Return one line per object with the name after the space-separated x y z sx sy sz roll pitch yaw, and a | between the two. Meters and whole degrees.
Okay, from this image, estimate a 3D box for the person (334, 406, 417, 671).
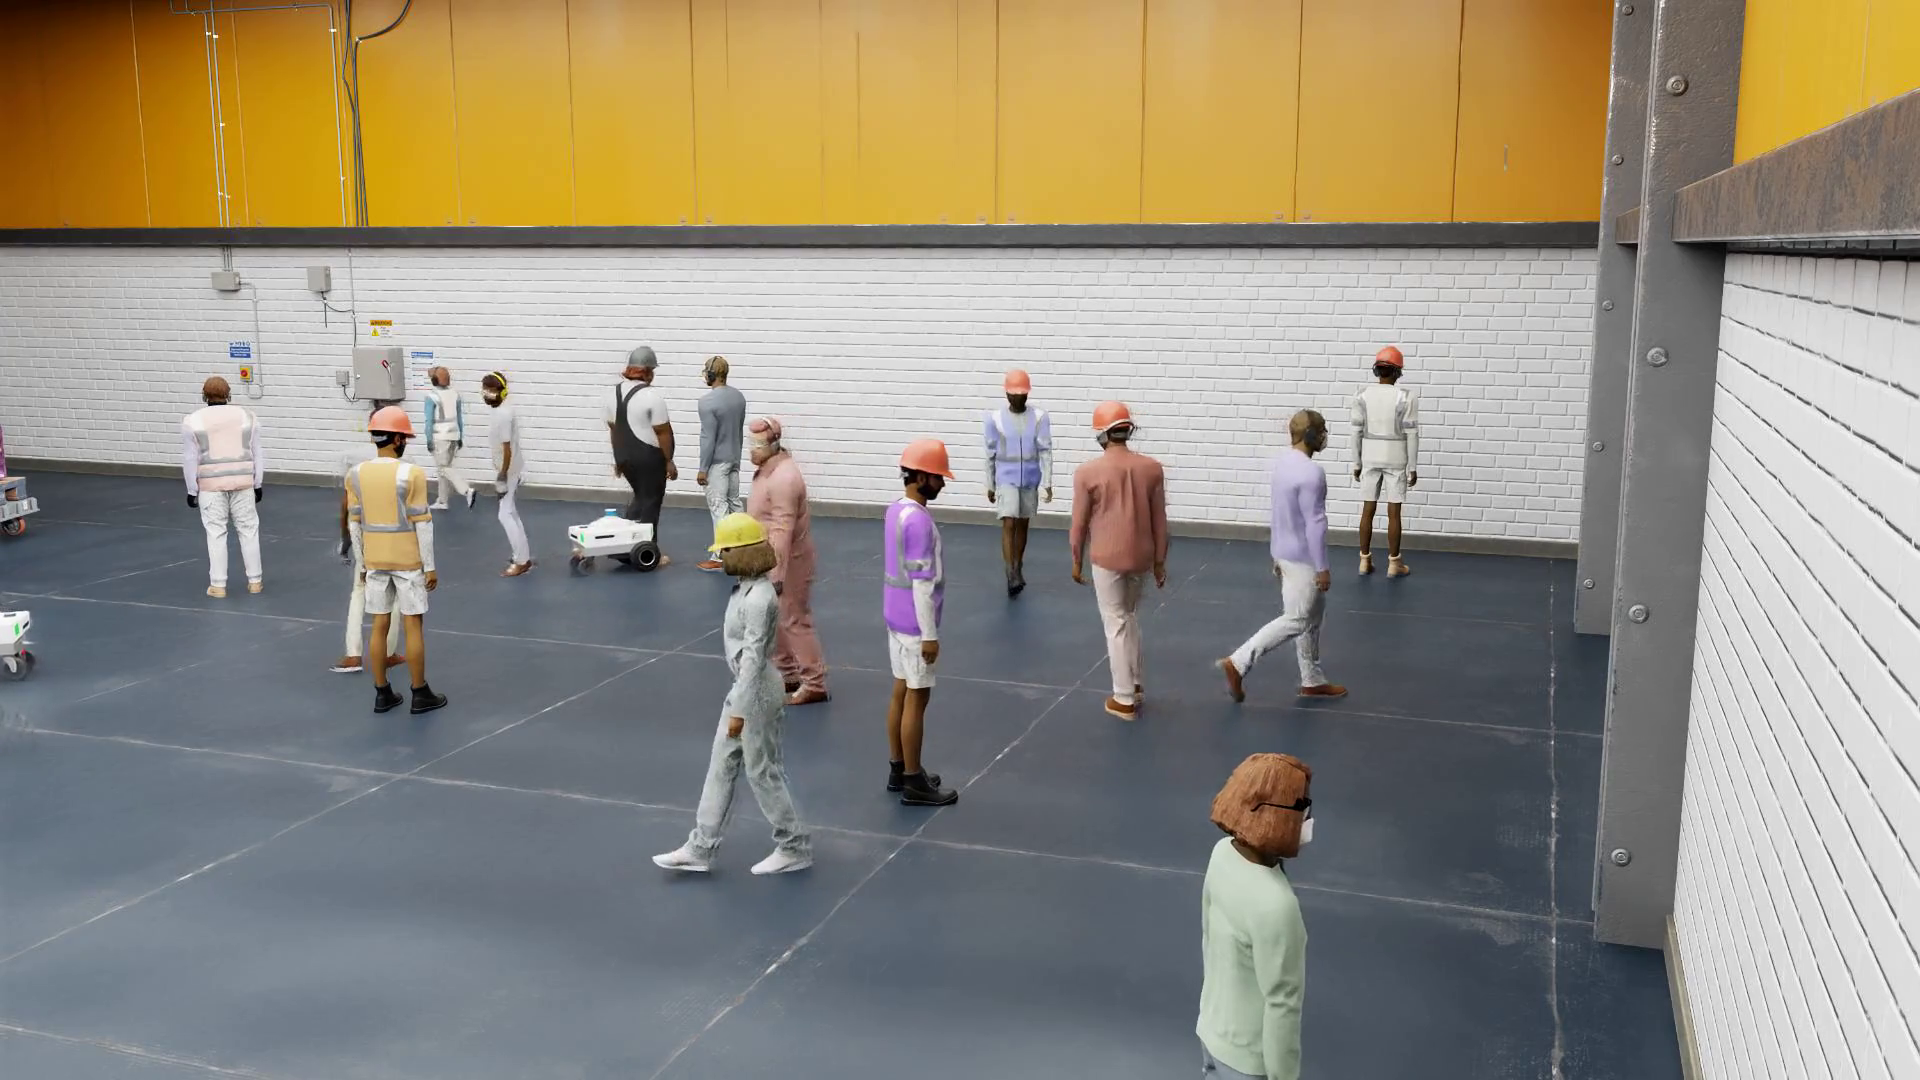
-4.032 0.001 11.434 0.660 1.832 0.440 0 10 -1 | person

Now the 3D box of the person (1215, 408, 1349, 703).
2.071 0.116 10.550 0.844 1.913 0.637 -1 10 -3 | person

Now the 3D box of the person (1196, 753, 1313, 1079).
0.771 1.349 4.371 0.285 1.631 0.501 -2 10 -10 | person

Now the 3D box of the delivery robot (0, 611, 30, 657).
-6.669 0.628 11.190 0.707 0.478 0.477 -3 11 -17 | delivery robot

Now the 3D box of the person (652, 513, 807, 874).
-1.060 0.727 7.654 0.727 1.698 0.519 -3 11 -17 | person

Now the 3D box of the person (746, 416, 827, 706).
-1.096 0.143 10.498 0.557 1.869 0.663 -4 11 -20 | person

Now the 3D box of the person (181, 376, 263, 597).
-6.136 -0.443 13.875 0.624 1.845 0.430 -7 12 -34 | person

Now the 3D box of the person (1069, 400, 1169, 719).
0.956 0.109 10.406 0.607 1.964 0.684 -5 11 -25 | person

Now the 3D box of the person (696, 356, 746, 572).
-2.159 -0.684 14.961 0.372 1.940 0.631 4 11 23 | person

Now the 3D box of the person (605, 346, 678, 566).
-2.845 -0.761 15.108 0.691 2.000 0.537 9 14 42 | person

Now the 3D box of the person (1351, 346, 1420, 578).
3.754 -0.686 14.688 0.607 2.041 0.377 6 12 32 | person

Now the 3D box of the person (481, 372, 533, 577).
-4.018 -0.590 14.751 0.449 1.829 0.670 -4 11 -20 | person

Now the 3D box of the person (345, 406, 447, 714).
-3.522 0.131 10.401 0.542 1.928 0.374 2 10 11 | person

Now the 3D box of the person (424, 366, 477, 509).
-5.600 -1.103 18.250 0.672 1.618 0.512 4 11 23 | person

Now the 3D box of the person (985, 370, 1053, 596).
0.508 -0.477 13.960 0.552 1.882 0.987 -2 10 -9 | person

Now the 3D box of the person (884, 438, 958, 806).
-0.194 0.430 8.745 0.400 1.933 0.551 -3 10 -16 | person

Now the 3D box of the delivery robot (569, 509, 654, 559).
-3.131 -0.035 14.936 0.707 0.478 0.477 -6 12 -31 | delivery robot
